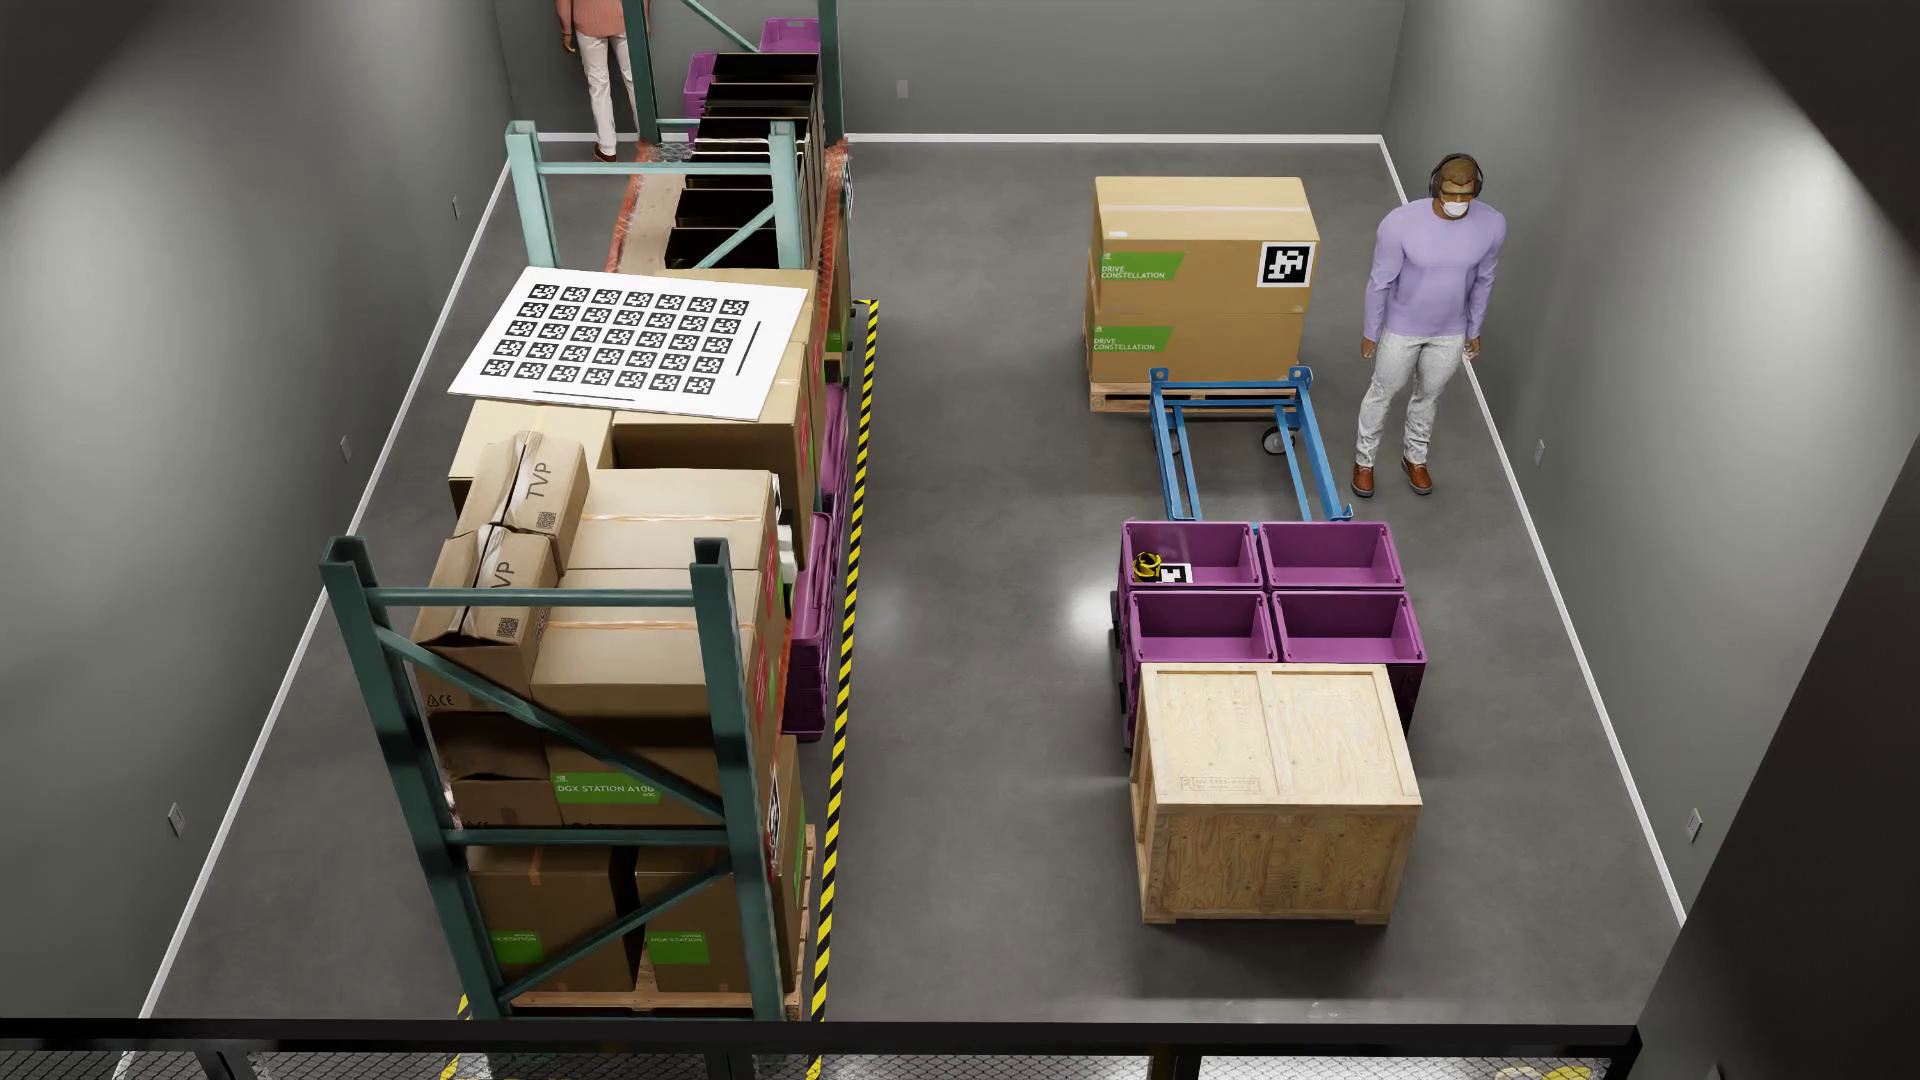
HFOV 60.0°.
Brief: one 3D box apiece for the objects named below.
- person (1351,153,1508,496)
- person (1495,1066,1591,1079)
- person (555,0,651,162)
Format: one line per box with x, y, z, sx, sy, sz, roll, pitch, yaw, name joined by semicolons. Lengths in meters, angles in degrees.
2.317;-1.058;8.320;0.635;1.938;0.360;-2;41;-2;person
1.604;2.073;4.829;0.404;1.832;0.598;5;41;6;person
-2.352;-3.440;10.995;0.623;1.992;0.397;-16;44;-18;person
